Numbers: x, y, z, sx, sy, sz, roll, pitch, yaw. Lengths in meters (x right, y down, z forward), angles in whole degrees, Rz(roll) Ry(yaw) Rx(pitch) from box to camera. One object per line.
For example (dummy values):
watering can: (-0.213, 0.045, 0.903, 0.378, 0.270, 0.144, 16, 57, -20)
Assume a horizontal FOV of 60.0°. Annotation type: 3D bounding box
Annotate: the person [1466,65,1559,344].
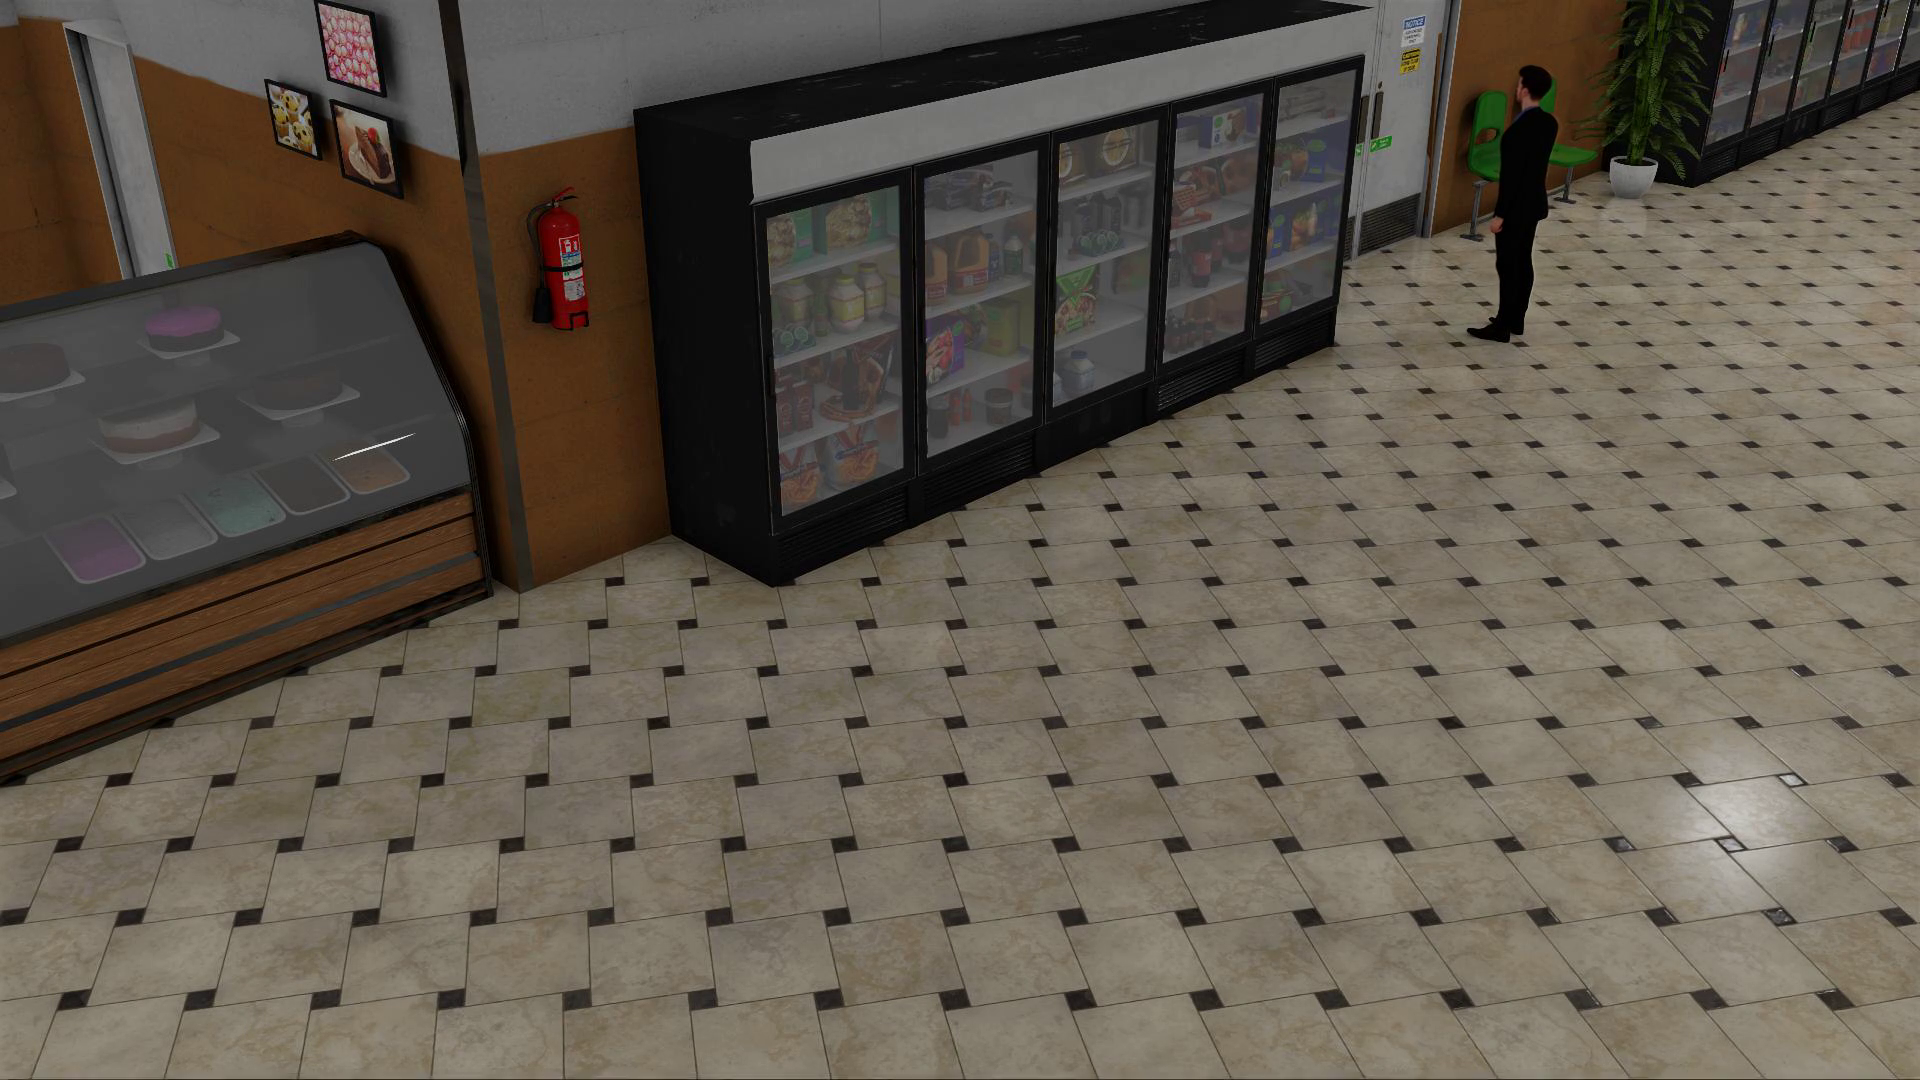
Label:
person: (3.869, -2.312, 11.498, 0.682, 1.890, 0.558, -24, 36, -39)
